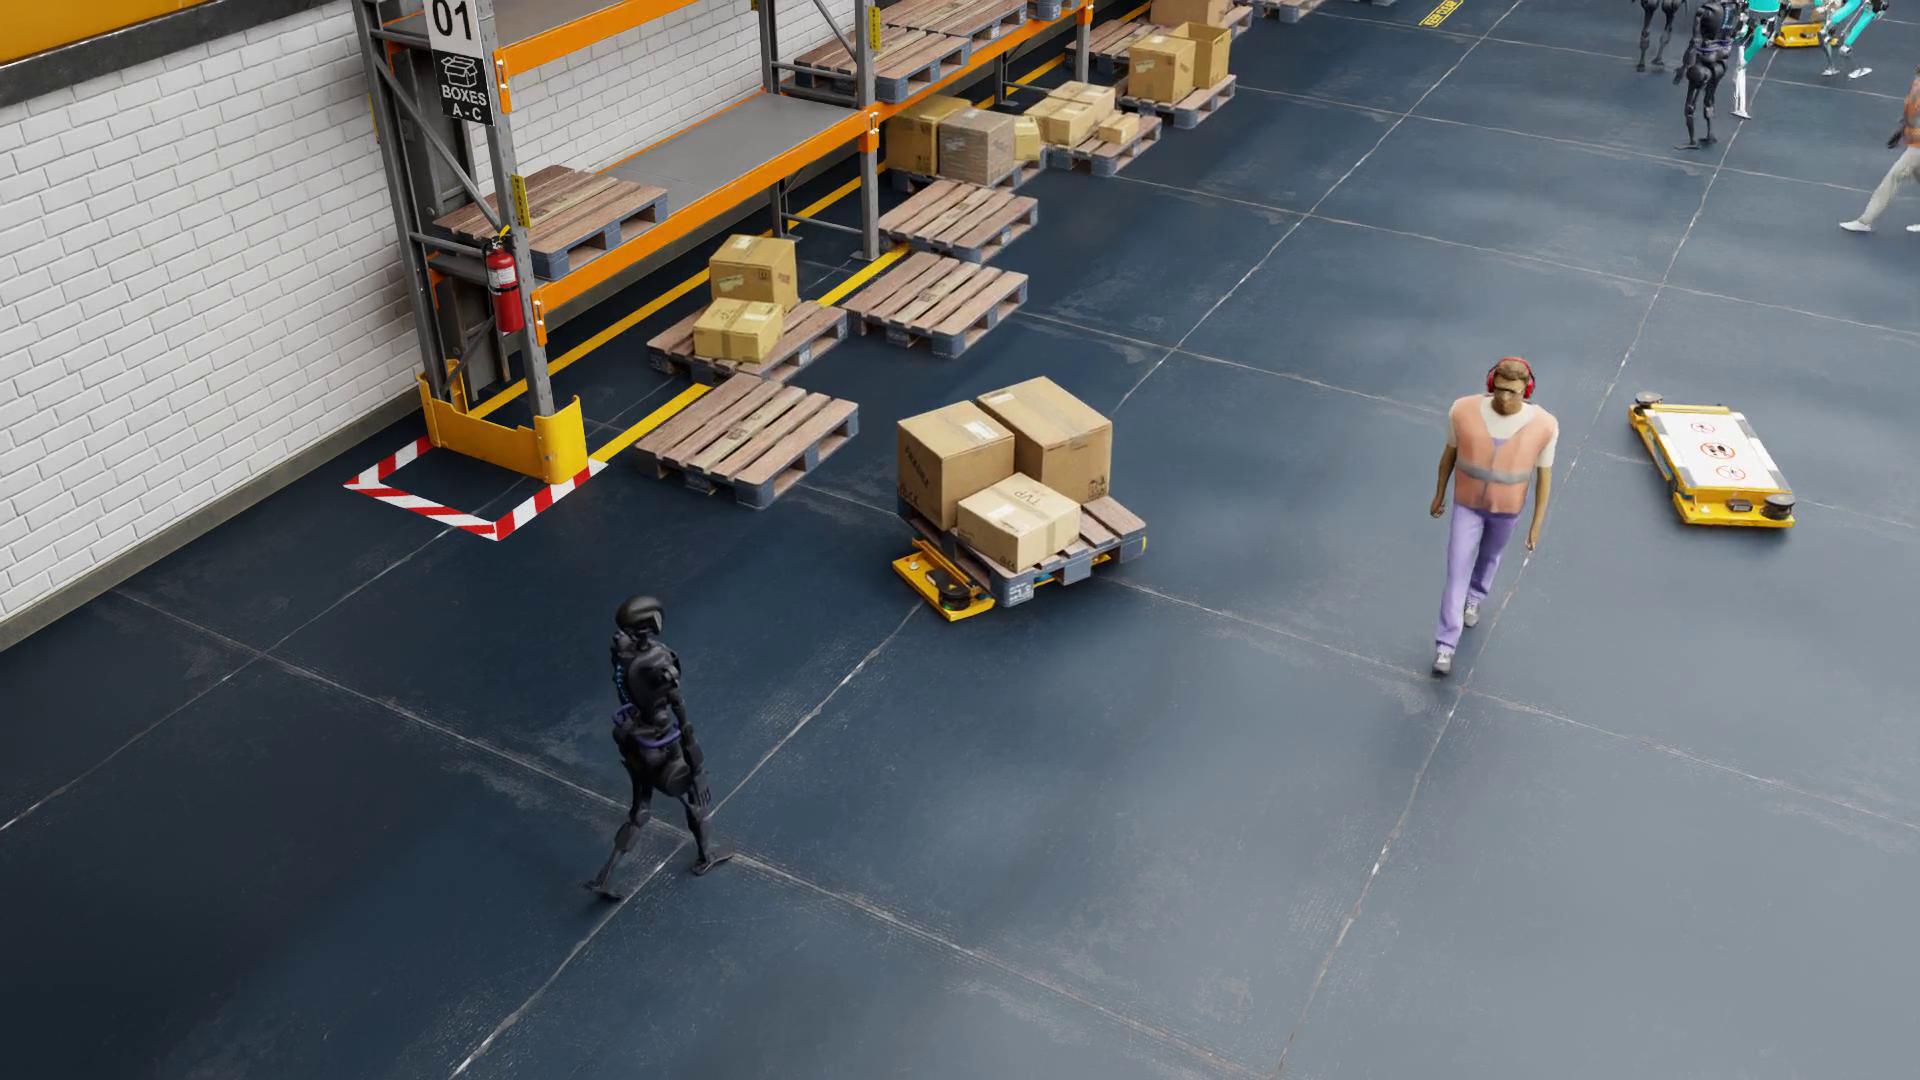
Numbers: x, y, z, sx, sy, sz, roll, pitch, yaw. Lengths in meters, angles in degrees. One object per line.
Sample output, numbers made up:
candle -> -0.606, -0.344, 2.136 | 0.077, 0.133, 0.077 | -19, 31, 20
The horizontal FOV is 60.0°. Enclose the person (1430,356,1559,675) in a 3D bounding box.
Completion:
person -> 2.851, -0.157, 8.995 | 0.586, 1.788, 0.954 | 11, 35, 16

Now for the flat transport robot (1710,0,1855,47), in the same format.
flat transport robot -> 9.447, -6.000, 19.226 | 0.659, 0.231, 1.431 | -5, 34, -7

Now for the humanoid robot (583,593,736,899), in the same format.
humanoid robot -> -1.414, 0.950, 7.482 | 0.741, 1.655, 0.602 | -28, 42, -35

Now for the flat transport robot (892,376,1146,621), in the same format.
flat transport robot -> 0.367, 0.051, 10.071 | 1.431, 0.231, 0.659 | -20, 38, -27

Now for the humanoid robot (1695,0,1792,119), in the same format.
humanoid robot -> 7.860, -5.159, 16.679 | 0.565, 1.751, 1.023 | 3, 34, 4

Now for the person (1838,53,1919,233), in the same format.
person -> 8.069, -3.329, 13.983 | 0.834, 1.585, 0.495 | 7, 34, 10

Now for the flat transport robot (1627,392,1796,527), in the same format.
flat transport robot -> 4.932, -0.539, 10.963 | 0.659, 0.231, 1.431 | 2, 34, 3

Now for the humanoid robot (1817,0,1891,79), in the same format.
humanoid robot -> 9.340, -5.598, 17.281 | 0.908, 1.773, 0.551 | -19, 38, -26

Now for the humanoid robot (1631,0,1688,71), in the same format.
humanoid robot -> 7.474, -5.841, 17.709 | 0.598, 1.651, 0.323 | 19, 38, 26

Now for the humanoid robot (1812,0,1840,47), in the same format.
humanoid robot -> 9.704, -6.330, 18.489 | 0.539, 1.870, 0.779 | -23, 40, -31

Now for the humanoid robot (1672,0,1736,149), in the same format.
humanoid robot -> 7.069, -4.527, 15.725 | 0.599, 1.644, 0.351 | -17, 37, -24
